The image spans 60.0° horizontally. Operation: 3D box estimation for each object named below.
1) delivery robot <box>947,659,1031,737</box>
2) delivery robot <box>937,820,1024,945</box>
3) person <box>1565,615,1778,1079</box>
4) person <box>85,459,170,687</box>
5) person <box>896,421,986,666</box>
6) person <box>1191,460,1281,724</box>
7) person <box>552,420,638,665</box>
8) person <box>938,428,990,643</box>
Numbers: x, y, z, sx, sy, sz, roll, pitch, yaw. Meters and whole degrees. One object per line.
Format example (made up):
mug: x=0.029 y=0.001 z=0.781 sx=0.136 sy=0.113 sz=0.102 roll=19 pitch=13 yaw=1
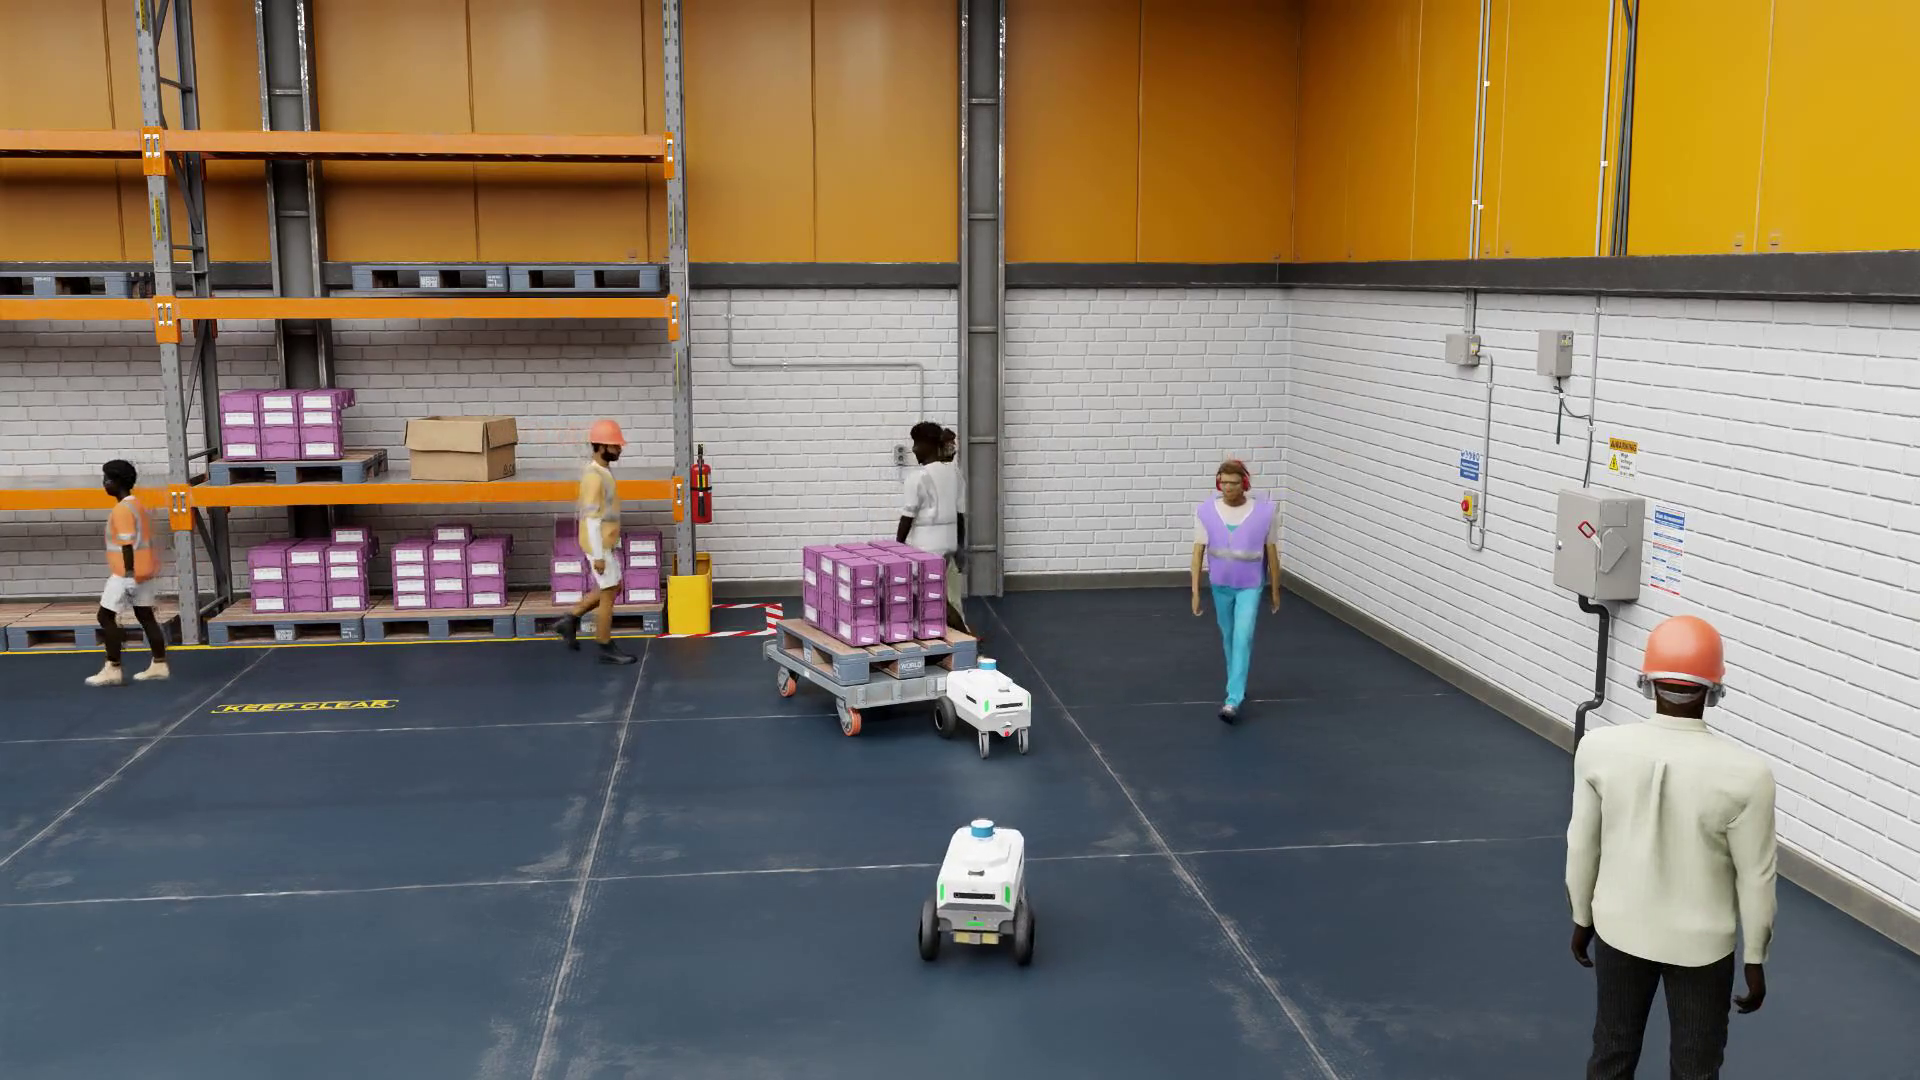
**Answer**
delivery robot: x=0.181 y=1.007 z=10.666 sx=0.477 sy=0.478 sz=0.707 roll=-3 pitch=10 yaw=-21
delivery robot: x=0.100 y=1.511 z=7.524 sx=0.477 sy=0.478 sz=0.707 roll=1 pitch=9 yaw=6
person: x=2.194 y=1.217 z=5.160 sx=0.619 sy=1.997 sz=0.373 roll=7 pitch=12 yaw=39
person: x=-6.201 y=0.246 z=12.231 sx=0.680 sy=1.668 sz=0.550 roll=-2 pitch=9 yaw=-14
person: x=-0.158 y=0.048 z=12.724 sx=0.990 sy=1.918 sz=0.601 roll=6 pitch=11 yaw=34
person: x=1.870 y=0.335 z=11.371 sx=0.573 sy=1.770 sz=1.045 roll=4 pitch=10 yaw=24
person: x=-2.825 y=0.028 z=12.832 sx=0.627 sy=1.916 sz=0.567 roll=-1 pitch=9 yaw=-4
person: x=-0.202 y=-0.006 z=13.382 sx=0.883 sy=1.816 sz=0.573 roll=-2 pitch=9 yaw=-11
